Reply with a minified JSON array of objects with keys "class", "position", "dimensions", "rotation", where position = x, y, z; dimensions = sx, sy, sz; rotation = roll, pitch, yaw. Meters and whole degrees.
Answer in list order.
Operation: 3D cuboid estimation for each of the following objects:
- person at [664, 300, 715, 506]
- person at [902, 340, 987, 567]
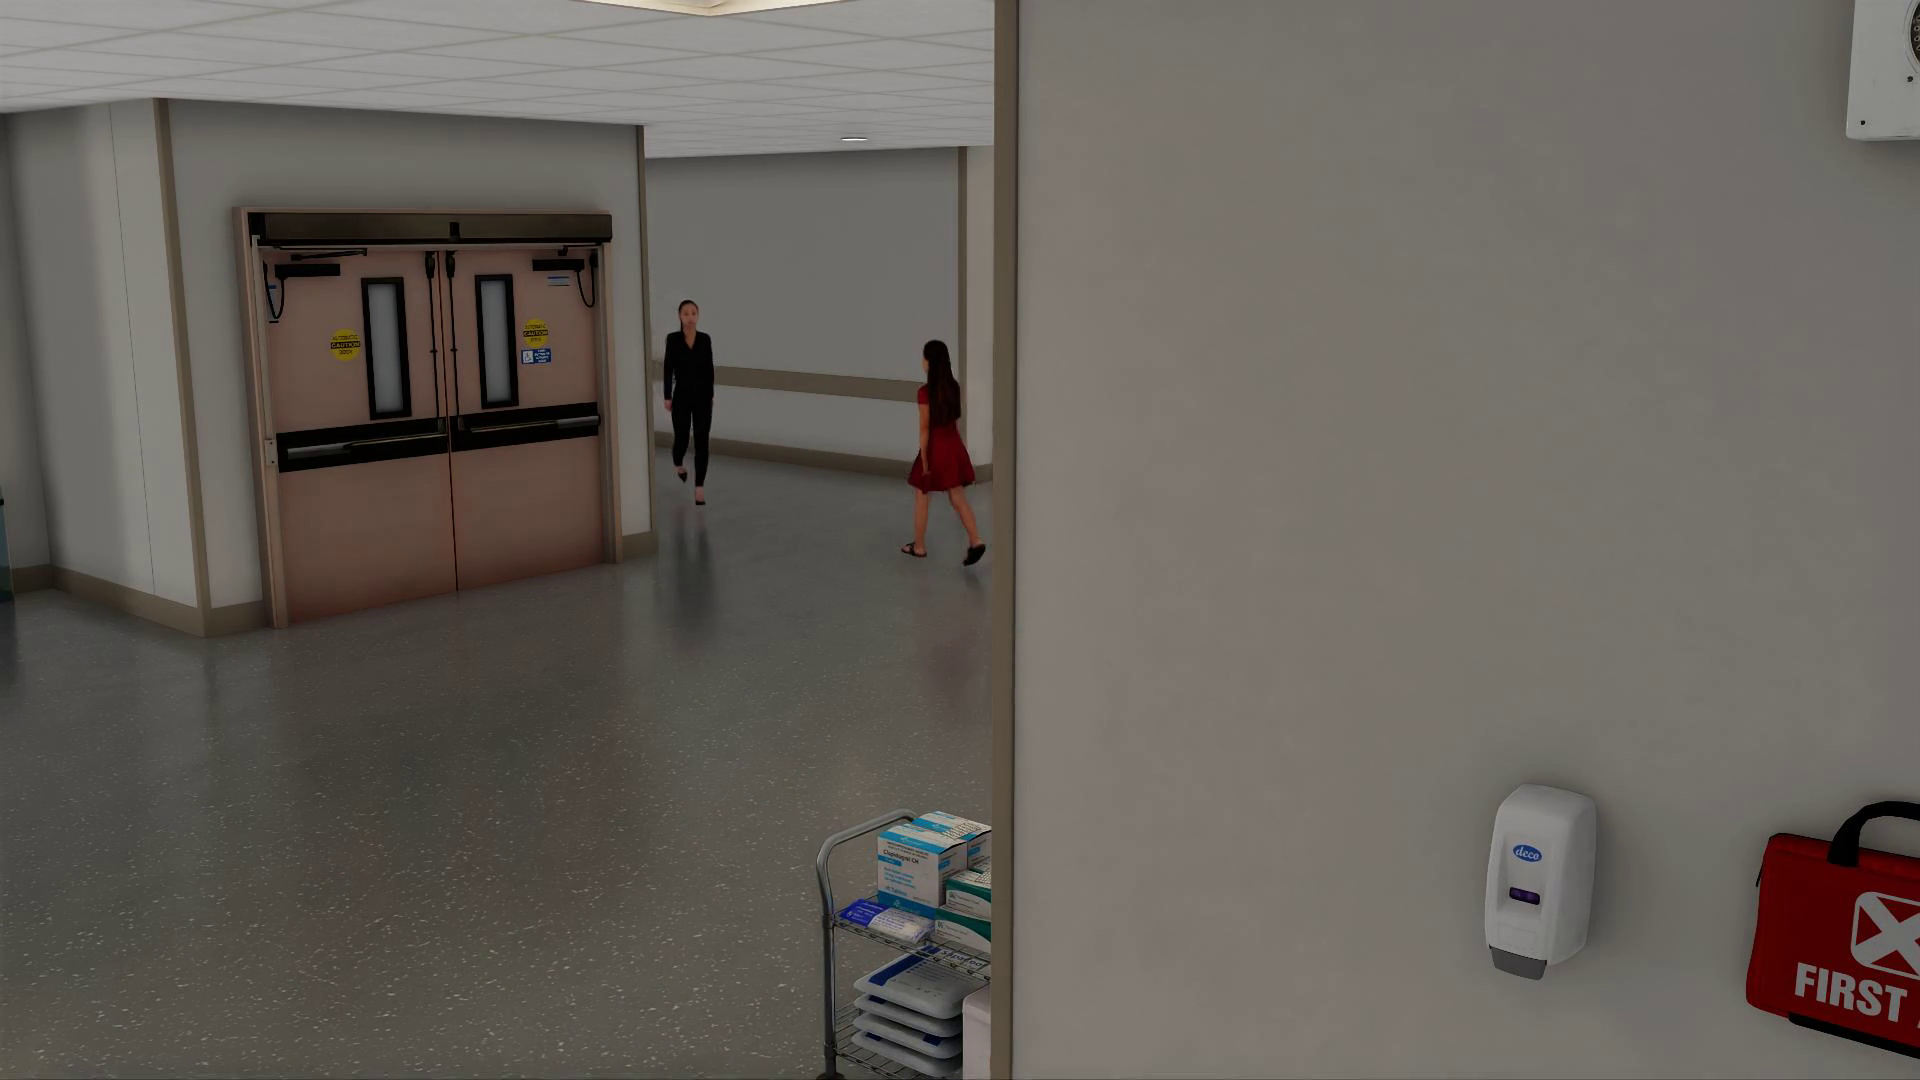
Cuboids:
[{"class":"person","position":[-2.264,-1.139,13.888],"dimensions":[1.045,1.688,0.965],"rotation":[-4,11,-21]},{"class":"person","position":[-0.079,-0.574,11.355],"dimensions":[1.045,1.522,0.792],"rotation":[-7,13,-33]}]
